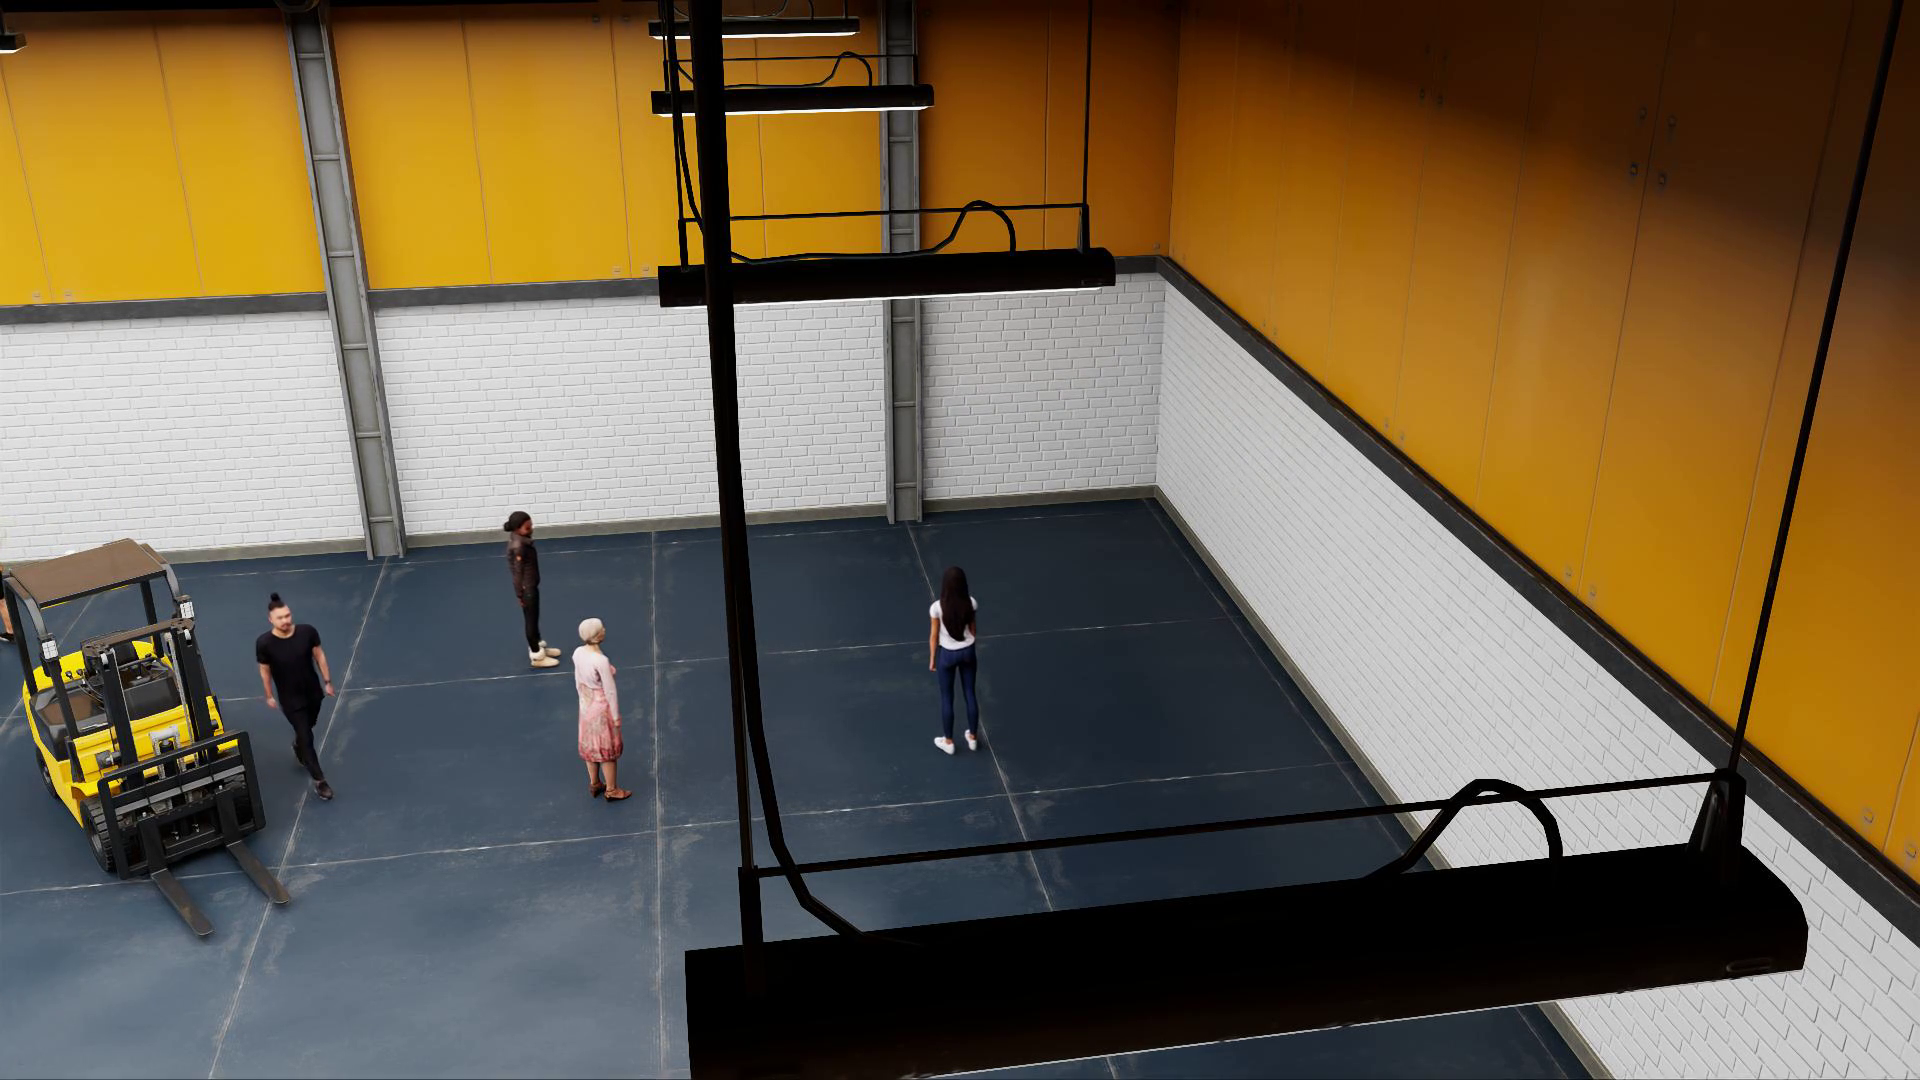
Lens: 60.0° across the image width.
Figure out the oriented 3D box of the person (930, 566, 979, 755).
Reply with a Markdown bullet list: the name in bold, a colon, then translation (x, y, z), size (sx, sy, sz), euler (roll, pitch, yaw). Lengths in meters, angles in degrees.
- **person**: translation (-0.023, 1.064, 14.823), size (0.531, 1.769, 0.689), euler (-8, 25, -18)

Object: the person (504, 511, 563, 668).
- **person**: translation (-4.258, 0.471, 16.312), size (0.564, 1.663, 0.628), euler (-4, 24, -9)

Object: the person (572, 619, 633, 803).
- **person**: translation (-3.060, 1.438, 14.065), size (0.695, 1.691, 0.752), euler (16, 28, 33)

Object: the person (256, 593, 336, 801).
- **person**: translation (-5.711, 1.269, 14.284), size (1.234, 1.824, 1.130), euler (-19, 30, -36)
